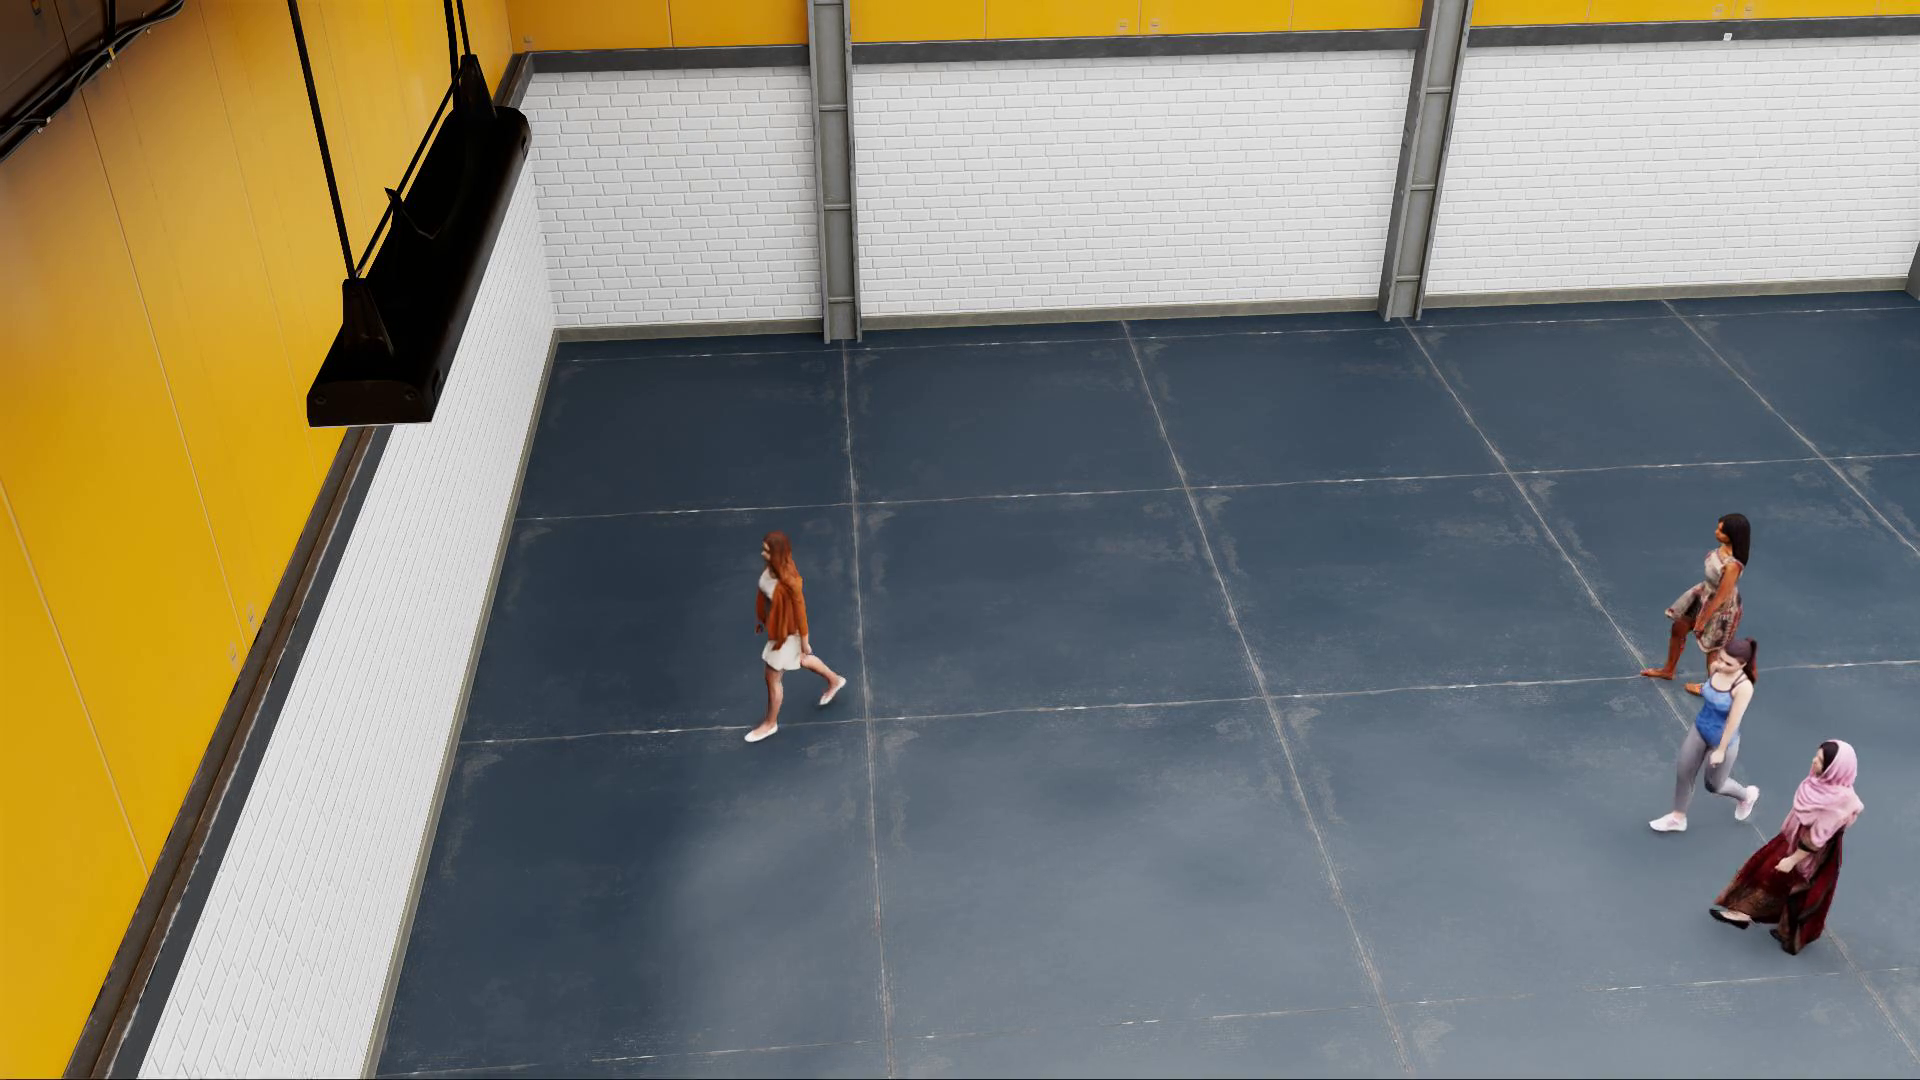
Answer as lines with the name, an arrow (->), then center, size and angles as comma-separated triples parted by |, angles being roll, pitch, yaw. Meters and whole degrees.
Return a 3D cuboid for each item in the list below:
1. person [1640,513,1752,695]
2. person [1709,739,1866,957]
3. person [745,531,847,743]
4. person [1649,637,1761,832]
person -> 5.579, 0.509, 12.070 | 0.880, 1.620, 0.773 | 9, 35, 13
person -> 5.214, 1.858, 10.025 | 0.952, 1.638, 0.746 | 3, 34, 5
person -> -1.169, 0.618, 11.847 | 1.180, 1.686, 0.881 | -15, 37, -22
person -> 5.021, 1.291, 10.925 | 0.961, 1.586, 0.630 | -7, 34, -10
